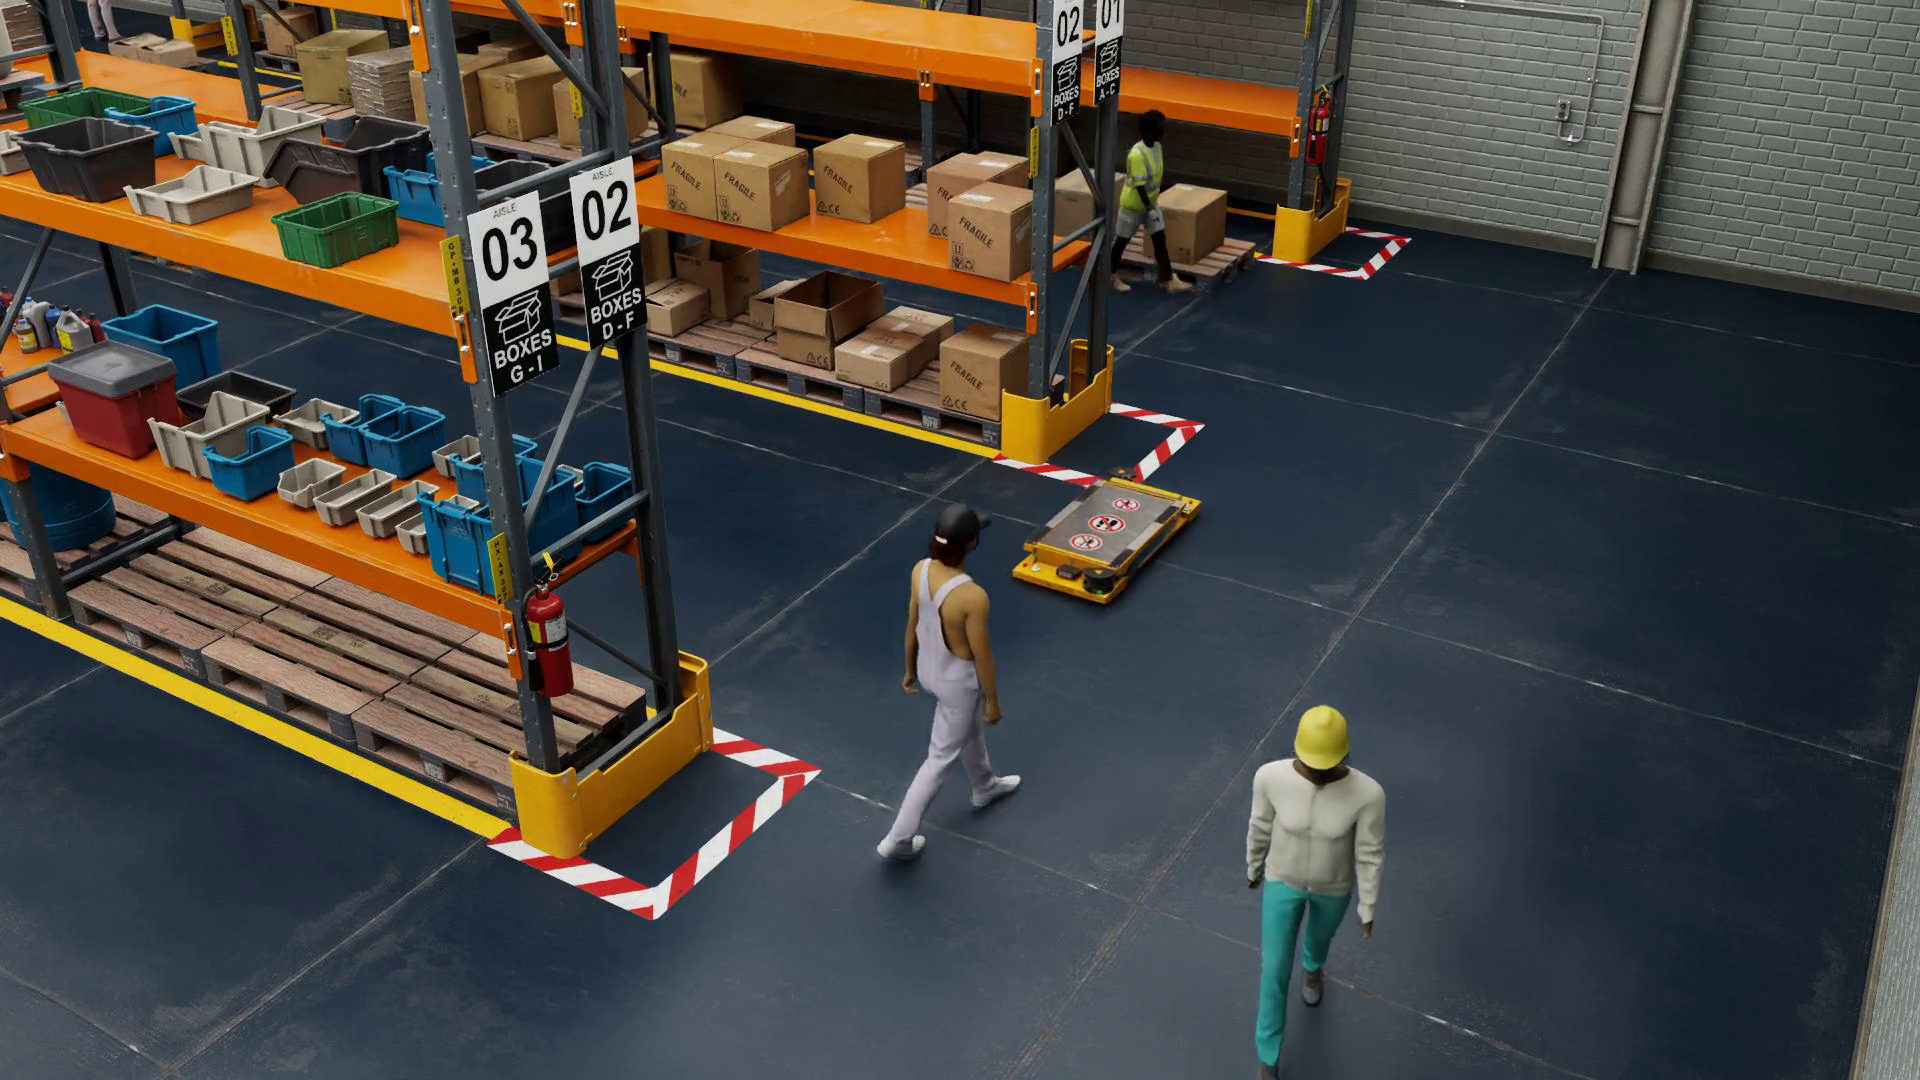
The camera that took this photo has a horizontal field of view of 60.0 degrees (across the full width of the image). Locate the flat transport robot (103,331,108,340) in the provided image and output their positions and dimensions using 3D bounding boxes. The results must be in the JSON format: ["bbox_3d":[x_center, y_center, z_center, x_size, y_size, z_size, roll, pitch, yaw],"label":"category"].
[{"bbox_3d":[-6.715,-1.401,13.147,1.431,0.231,0.659,19,34,30],"label":"flat transport robot"}]

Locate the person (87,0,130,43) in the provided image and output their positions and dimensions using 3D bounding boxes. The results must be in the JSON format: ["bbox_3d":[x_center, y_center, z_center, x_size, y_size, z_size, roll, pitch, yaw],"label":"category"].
[{"bbox_3d":[-12.059,-7.854,23.115,0.562,1.837,0.391,12,31,21],"label":"person"}]

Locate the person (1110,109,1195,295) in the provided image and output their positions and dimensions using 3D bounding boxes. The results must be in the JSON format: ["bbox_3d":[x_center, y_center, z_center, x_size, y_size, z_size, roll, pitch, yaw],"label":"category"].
[{"bbox_3d":[1.646,-2.888,14.386,0.843,1.647,0.528,19,34,30],"label":"person"}]

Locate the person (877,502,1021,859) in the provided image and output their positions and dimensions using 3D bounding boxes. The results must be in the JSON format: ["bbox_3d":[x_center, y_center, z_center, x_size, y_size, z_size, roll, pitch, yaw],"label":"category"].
[{"bbox_3d":[-0.064,0.657,7.862,0.951,1.816,0.542,-23,36,-35],"label":"person"}]

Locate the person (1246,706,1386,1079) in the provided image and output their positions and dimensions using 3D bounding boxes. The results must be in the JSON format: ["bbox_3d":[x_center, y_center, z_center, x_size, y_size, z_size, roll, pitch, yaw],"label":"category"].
[{"bbox_3d":[1.412,1.354,6.708,0.529,1.719,0.872,6,30,10],"label":"person"}]

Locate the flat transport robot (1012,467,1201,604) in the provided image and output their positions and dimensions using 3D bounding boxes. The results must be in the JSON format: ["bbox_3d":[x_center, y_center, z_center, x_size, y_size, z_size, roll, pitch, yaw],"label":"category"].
[{"bbox_3d":[0.970,-0.045,10.715,0.659,0.231,1.431,16,33,27],"label":"flat transport robot"}]
